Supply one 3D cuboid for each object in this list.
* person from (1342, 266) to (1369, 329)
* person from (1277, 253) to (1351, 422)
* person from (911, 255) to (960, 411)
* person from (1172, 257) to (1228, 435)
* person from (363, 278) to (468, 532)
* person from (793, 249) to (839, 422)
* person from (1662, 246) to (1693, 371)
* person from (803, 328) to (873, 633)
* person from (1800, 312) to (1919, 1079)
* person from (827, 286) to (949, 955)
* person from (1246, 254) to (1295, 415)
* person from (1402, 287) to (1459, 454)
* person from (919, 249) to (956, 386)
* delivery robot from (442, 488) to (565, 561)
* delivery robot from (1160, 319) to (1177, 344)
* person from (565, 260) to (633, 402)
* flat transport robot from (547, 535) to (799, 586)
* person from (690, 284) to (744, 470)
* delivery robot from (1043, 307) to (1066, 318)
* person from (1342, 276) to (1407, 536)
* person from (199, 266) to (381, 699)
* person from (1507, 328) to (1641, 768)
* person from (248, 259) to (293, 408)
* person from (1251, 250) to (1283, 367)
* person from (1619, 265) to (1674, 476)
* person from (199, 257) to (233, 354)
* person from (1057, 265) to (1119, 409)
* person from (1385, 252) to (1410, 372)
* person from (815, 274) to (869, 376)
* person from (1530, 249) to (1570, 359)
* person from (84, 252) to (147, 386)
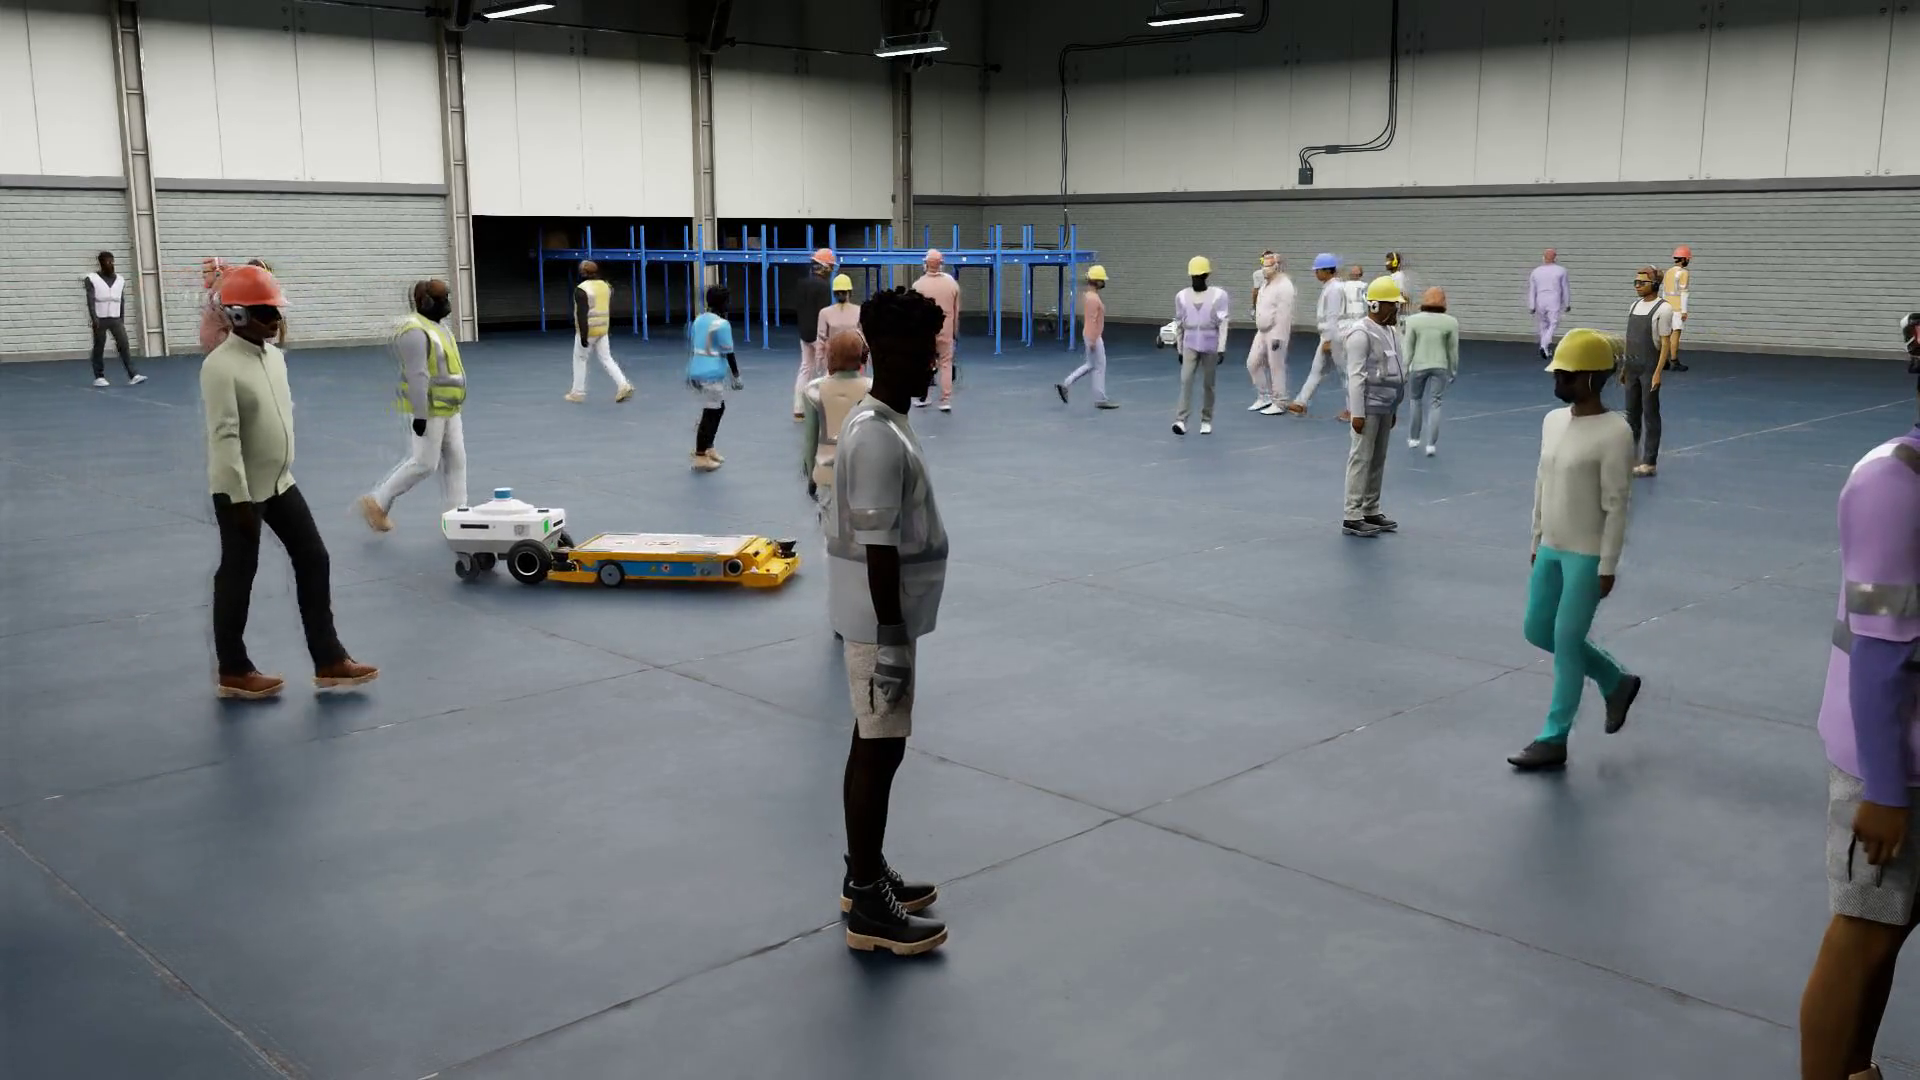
[{"bbox_3d":[6.667,-3.835,28.151,0.869,1.600,0.527,-9,14,-42],"label":"person"},{"bbox_3d":[4.140,-2.306,18.965,0.995,1.893,0.652,0,10,2],"label":"person"},{"bbox_3d":[-0.333,-2.519,20.242,0.661,1.871,0.923,-3,11,-18],"label":"person"},{"bbox_3d":[2.517,-2.027,17.543,0.594,1.876,0.984,4,11,19],"label":"person"},{"bbox_3d":[-3.772,-0.924,11.673,0.782,1.823,0.639,0,10,2],"label":"person"},{"bbox_3d":[-1.628,-2.328,18.968,0.570,1.958,0.627,-6,12,-30],"label":"person"},{"bbox_3d":[11.276,-3.641,26.161,0.375,1.939,0.546,-2,11,-9],"label":"person"},{"bbox_3d":[-0.585,-0.309,8.854,0.516,1.626,0.369,2,11,9],"label":"person"},{"bbox_3d":[2.068,0.456,3.565,0.394,2.034,0.605,9,14,42],"label":"person"},{"bbox_3d":[-0.215,0.228,4.991,0.364,1.962,0.612,-1,10,-4],"label":"person"},{"bbox_3d":[3.647,-2.424,19.679,0.510,1.891,0.646,-4,11,-20],"label":"person"},{"bbox_3d":[4.591,-1.663,16.278,0.537,1.601,0.750,2,11,12],"label":"person"},{"bbox_3d":[-0.323,-3.128,23.402,0.558,1.926,0.630,-6,12,-28],"label":"person"},{"bbox_3d":[-2.851,-0.082,10.388,0.707,0.478,0.477,1,11,6],"label":"delivery robot"},{"bbox_3d":[4.068,-3.943,31.437,0.477,0.478,0.707,6,12,30],"label":"delivery robot"},{"bbox_3d":[-4.622,-2.651,21.121,0.905,1.805,0.636,5,12,27],"label":"person"},{"bbox_3d":[-1.771,0.113,10.355,1.431,0.197,0.652,1,10,6],"label":"flat transport robot"},{"bbox_3d":[-2.209,-1.471,15.039,0.534,1.672,0.542,-7,12,-33],"label":"person"},{"bbox_3d":[2.073,-5.006,36.532,0.335,0.223,0.698,-6,12,-28],"label":"delivery robot"},{"bbox_3d":[2.953,-0.955,11.836,0.403,1.824,0.596,8,13,38],"label":"person"},{"bbox_3d":[-3.061,-0.240,7.521,0.849,1.965,0.660,1,10,8],"label":"person"},{"bbox_3d":[2.497,0.031,6.630,0.573,1.748,0.539,-3,11,-15],"label":"person"},{"bbox_3d":[-7.425,-2.089,17.909,0.503,1.863,0.514,4,11,19],"label":"person"},{"bbox_3d":[4.973,-3.749,26.969,0.508,1.862,0.329,-1,10,-7],"label":"person"},{"bbox_3d":[6.057,-1.502,14.753,0.345,1.846,0.508,-4,11,-19],"label":"person"},{"bbox_3d":[-6.944,-1.706,15.699,0.403,1.906,0.651,-7,12,-33],"label":"person"},{"bbox_3d":[1.587,-2.490,20.382,0.692,1.746,0.527,0,10,-2],"label":"person"},{"bbox_3d":[6.574,-3.511,25.714,0.898,1.834,0.551,2,11,9],"label":"person"},{"bbox_3d":[-1.186,-1.836,16.974,0.534,1.738,0.903,1,10,6],"label":"person"},{"bbox_3d":[10.161,-4.075,28.693,0.866,1.878,0.650,-10,14,-42],"label":"person"},{"bbox_3d":[-11.904,-3.086,23.323,0.966,1.875,0.615,7,12,32],"label":"person"}]
